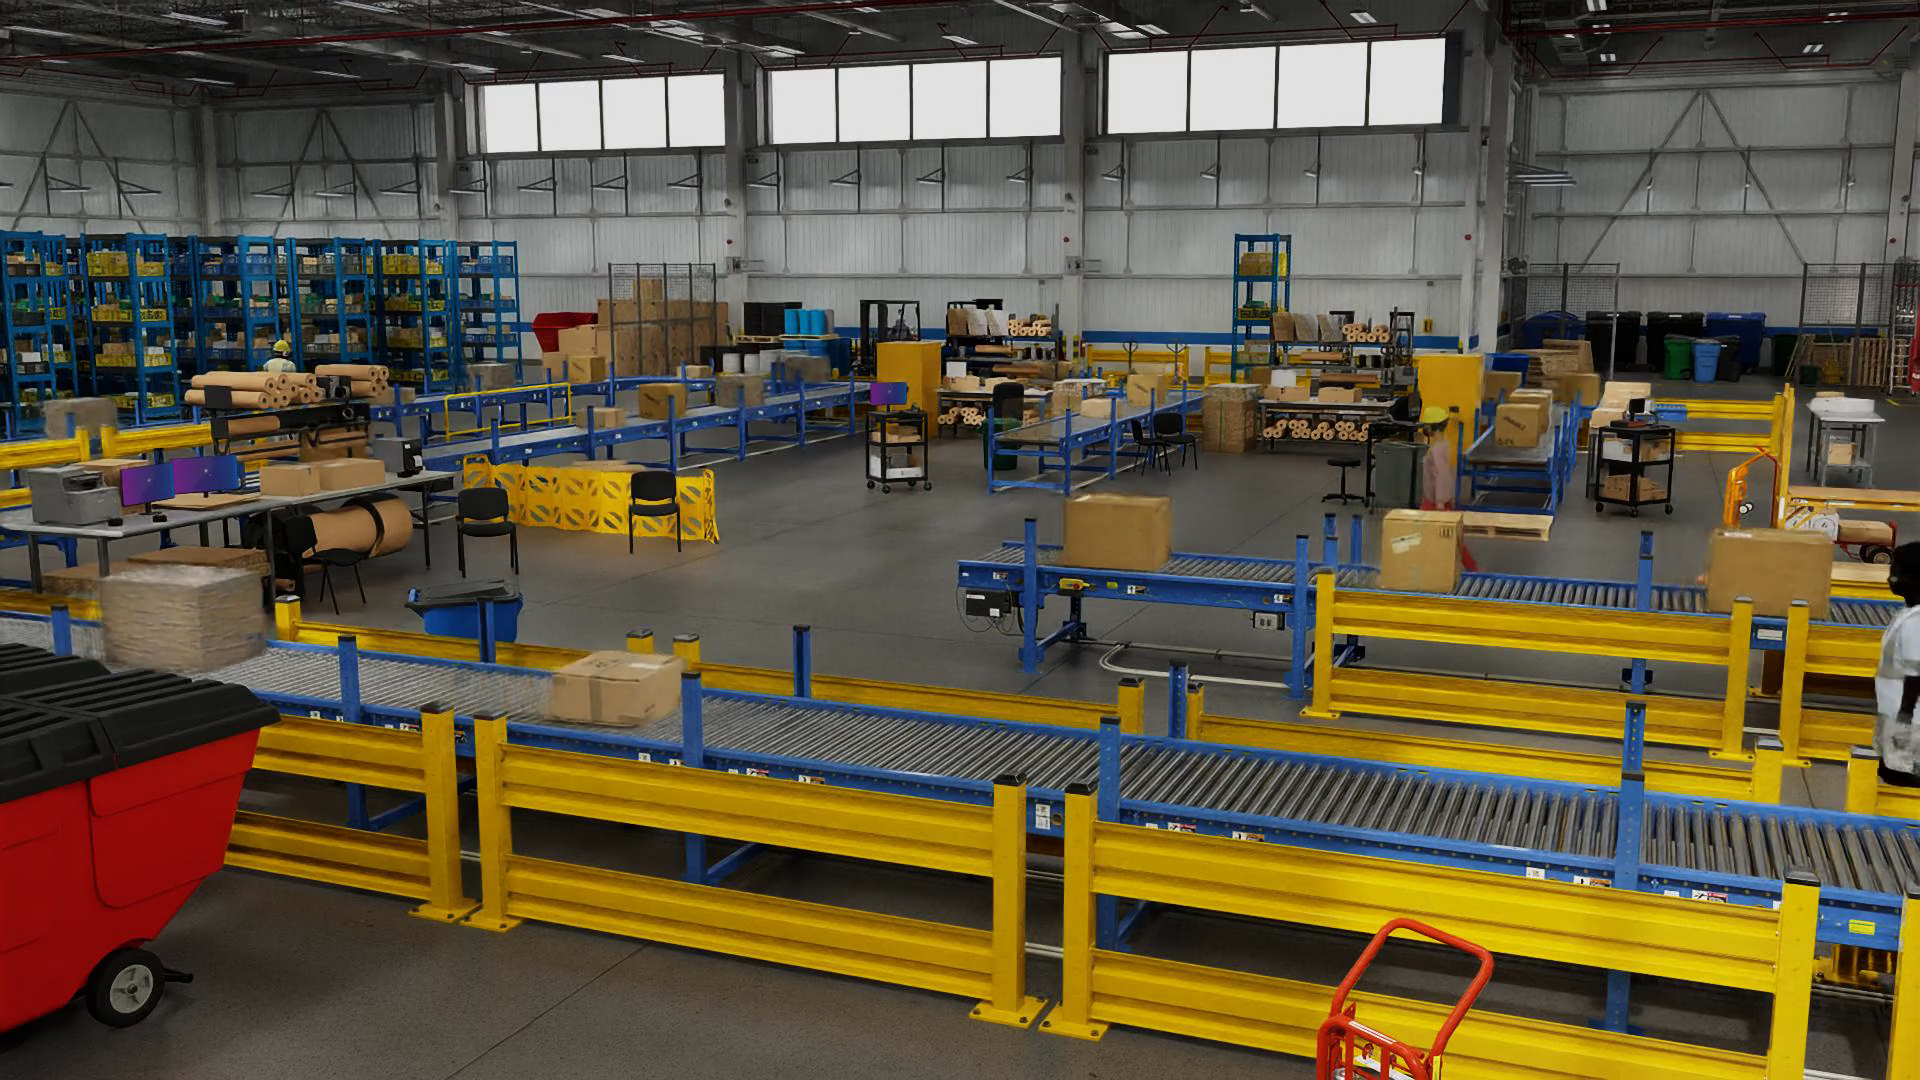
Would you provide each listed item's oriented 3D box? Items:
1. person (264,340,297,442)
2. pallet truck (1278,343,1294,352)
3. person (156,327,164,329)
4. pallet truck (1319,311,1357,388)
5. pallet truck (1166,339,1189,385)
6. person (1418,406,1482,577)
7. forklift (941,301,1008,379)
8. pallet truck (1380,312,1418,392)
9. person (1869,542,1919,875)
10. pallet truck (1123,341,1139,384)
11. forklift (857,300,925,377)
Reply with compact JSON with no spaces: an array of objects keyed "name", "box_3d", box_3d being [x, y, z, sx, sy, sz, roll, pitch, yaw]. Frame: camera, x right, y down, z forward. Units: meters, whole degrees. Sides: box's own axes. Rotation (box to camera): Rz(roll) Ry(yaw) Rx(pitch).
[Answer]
[{"name":"person","box_3d":[-10.938,-2.313,26.926,0.600,1.830,0.404,3,10,16]},{"name":"pallet truck","box_3d":[7.886,-4.163,39.743,0.653,1.274,1.630,4,10,22]},{"name":"person","box_3d":[-17.977,-4.054,37.495,0.573,1.831,0.411,-7,11,-35]},{"name":"pallet truck","box_3d":[9.071,-4.419,39.190,0.823,1.965,1.885,5,10,26]},{"name":"pallet truck","box_3d":[5.418,-4.269,40.420,0.704,1.261,1.522,3,10,20]},{"name":"person","box_3d":[4.512,-0.402,15.642,0.856,1.726,0.521,4,10,25]},{"name":"forklift","box_3d":[0.365,-4.966,41.571,1.157,1.987,2.680,3,10,20]},{"name":"pallet truck","box_3d":[10.207,-4.283,38.369,0.823,1.965,1.885,3,10,20]},{"name":"person","box_3d":[4.728,0.846,8.201,0.468,1.683,0.549,5,11,27]},{"name":"pallet truck","box_3d":[4.445,-4.380,41.279,0.680,1.201,1.601,4,10,22]},{"name":"forklift","box_3d":[-1.732,-5.109,42.468,1.157,1.987,2.680,4,10,22]}]
